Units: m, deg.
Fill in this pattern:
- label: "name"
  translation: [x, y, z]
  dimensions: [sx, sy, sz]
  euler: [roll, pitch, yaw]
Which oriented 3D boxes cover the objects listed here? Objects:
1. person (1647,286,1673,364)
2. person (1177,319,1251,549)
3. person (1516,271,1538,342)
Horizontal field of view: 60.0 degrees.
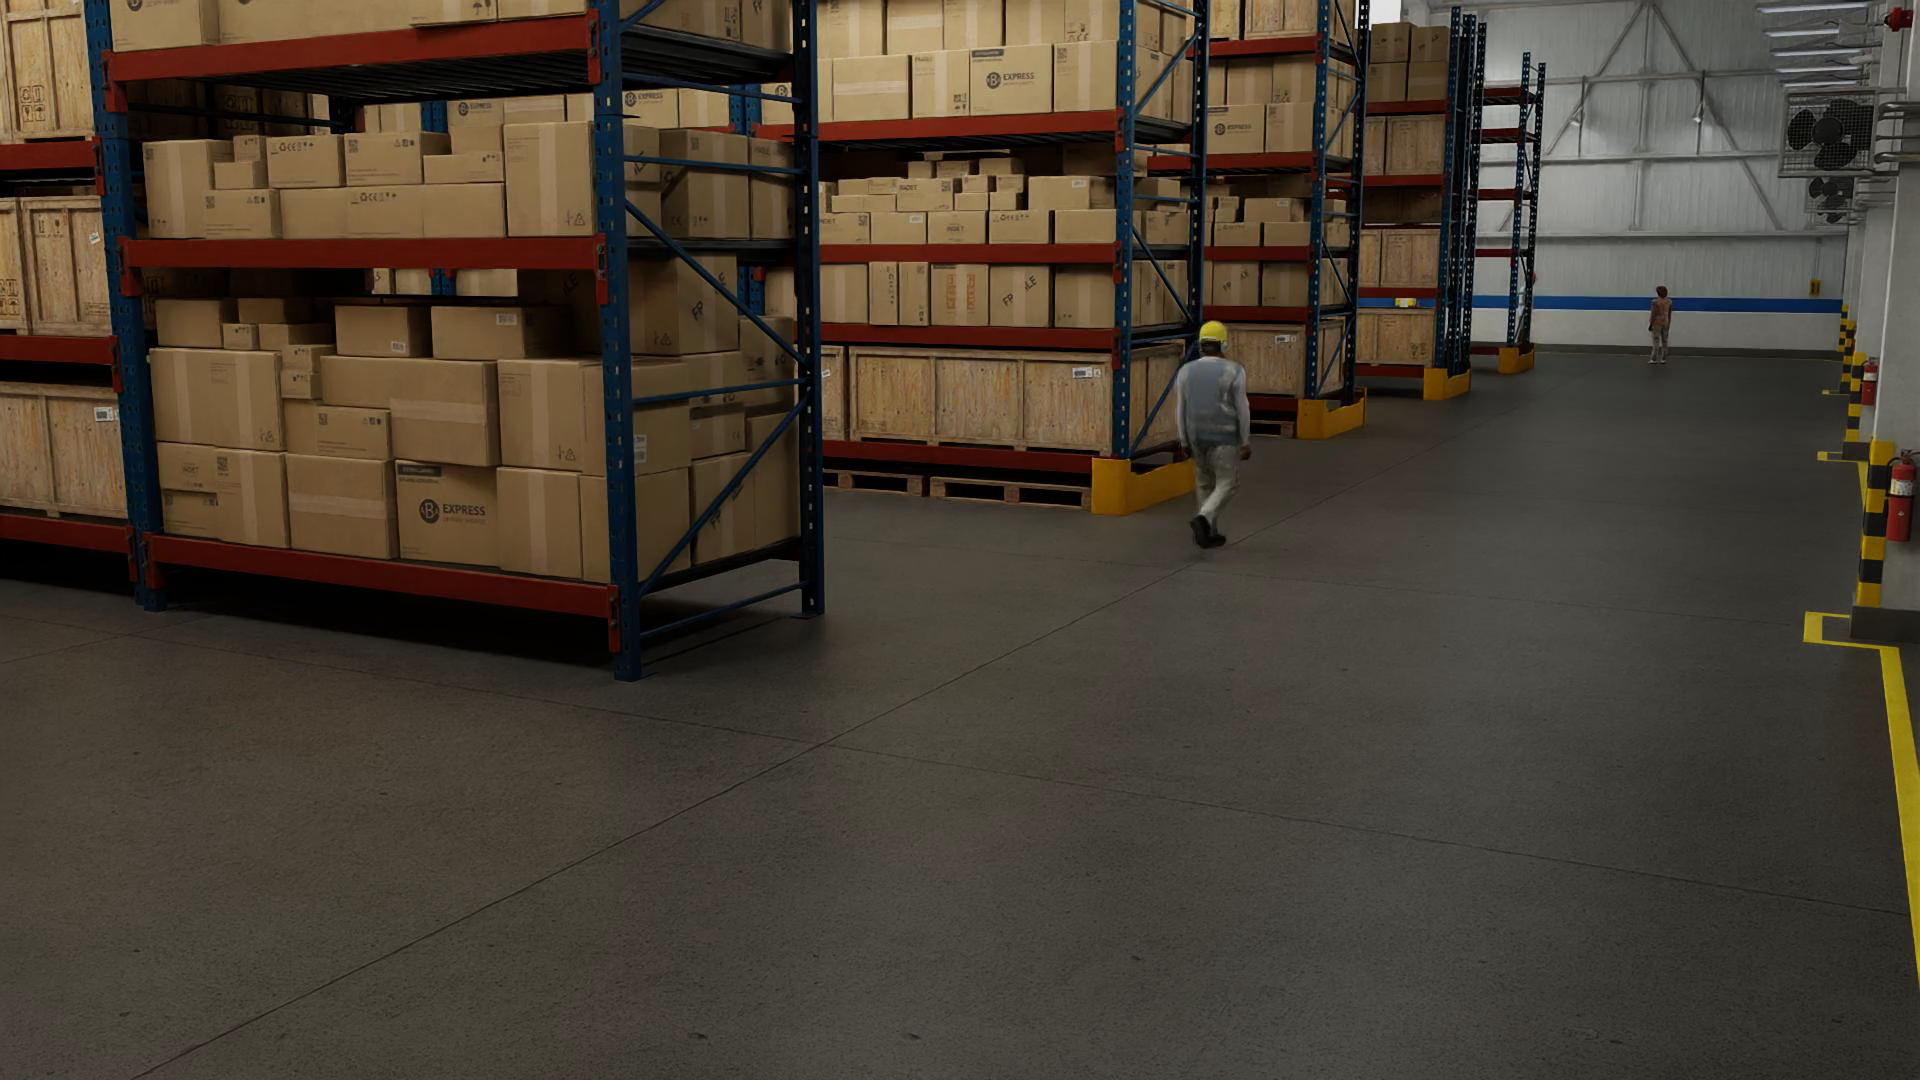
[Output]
- label: "person"
  translation: [14.712, -4.512, 34.947]
  dimensions: [0.514, 1.645, 0.309]
  euler: [-3, 10, -17]
- label: "person"
  translation: [1.954, -0.804, 12.970]
  dimensions: [0.606, 1.817, 0.627]
  euler: [7, 12, 37]
- label: "person"
  translation: [12.630, -5.024, 37.067]
  dimensions: [0.375, 1.934, 0.548]
  euler: [1, 10, 3]
